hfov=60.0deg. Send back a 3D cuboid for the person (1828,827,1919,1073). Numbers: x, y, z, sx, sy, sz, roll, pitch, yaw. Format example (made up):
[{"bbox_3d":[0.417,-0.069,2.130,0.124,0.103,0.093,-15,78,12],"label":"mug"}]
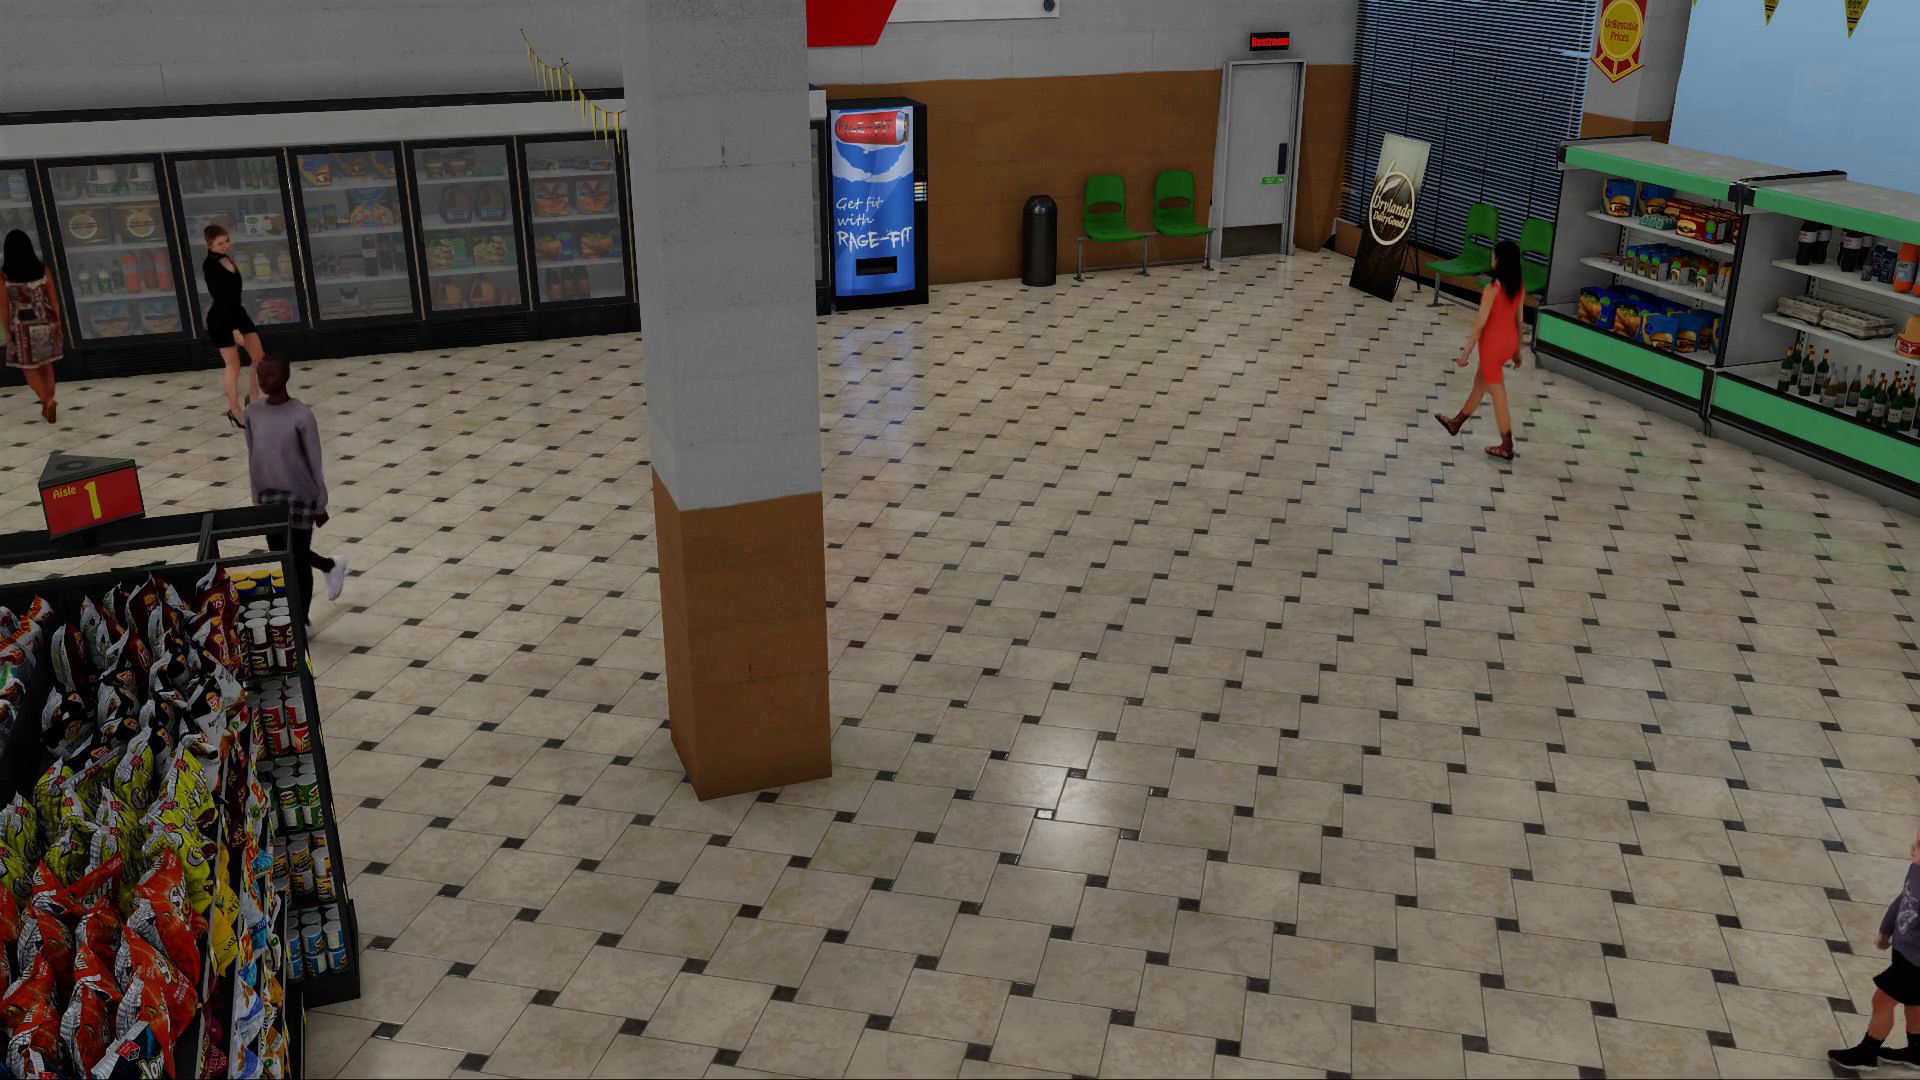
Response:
[{"bbox_3d":[3.669,1.548,6.270,0.689,1.095,0.641,5,22,12],"label":"person"}]

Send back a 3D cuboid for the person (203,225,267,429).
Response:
[{"bbox_3d":[-5.960,-1.728,13.569,0.807,1.731,0.693,-4,22,-9],"label":"person"}]

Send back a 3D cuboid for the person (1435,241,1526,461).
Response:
[{"bbox_3d":[4.229,-1.431,12.894,0.824,1.685,1.120,-15,27,-33],"label":"person"}]

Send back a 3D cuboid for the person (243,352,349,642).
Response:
[{"bbox_3d":[-3.945,-0.252,9.911,0.976,1.720,1.107,6,23,14],"label":"person"}]

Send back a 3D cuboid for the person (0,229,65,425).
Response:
[{"bbox_3d":[-7.585,-1.708,13.661,0.819,1.626,1.046,-17,27,-36],"label":"person"}]
